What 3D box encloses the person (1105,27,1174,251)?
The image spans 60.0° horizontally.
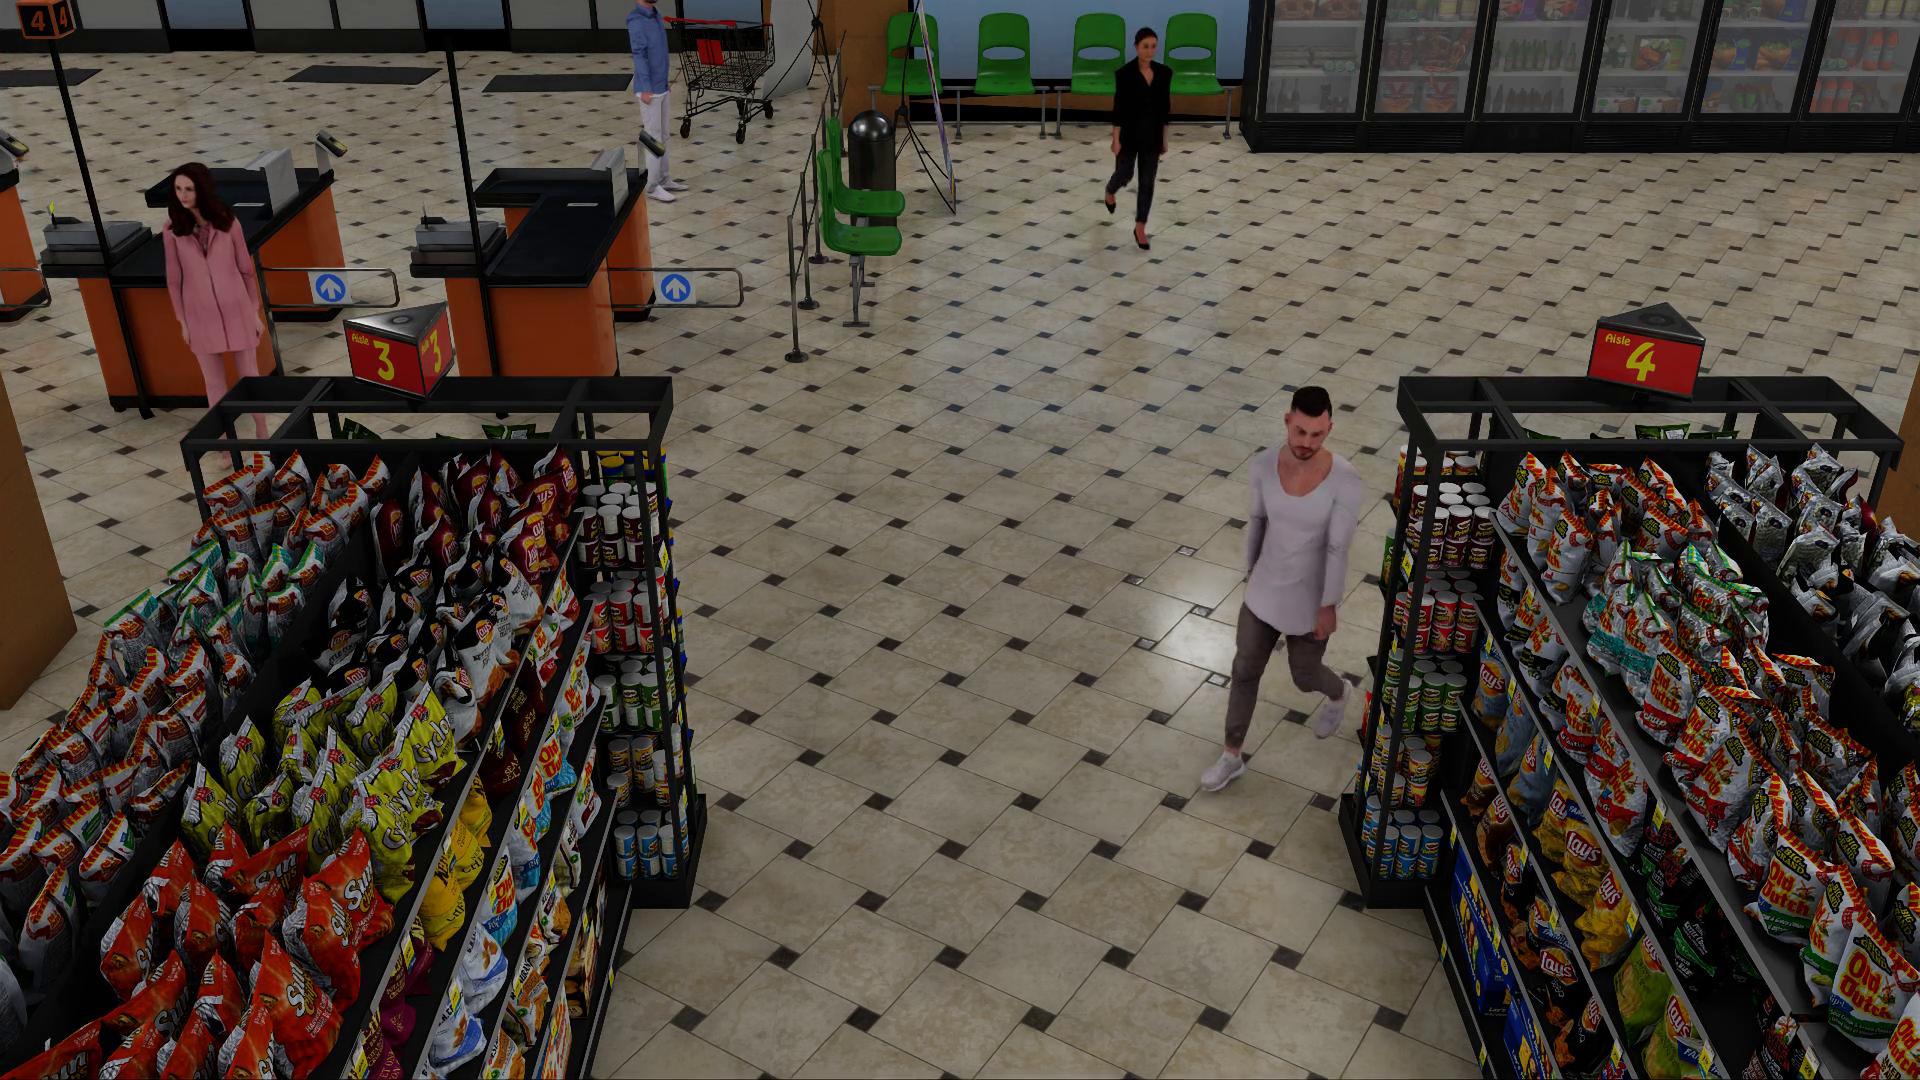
[{"bbox_3d":[1.363,-3.177,13.100,0.834,1.694,1.050,-10,30,-17],"label":"person"}]

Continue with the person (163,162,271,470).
[{"bbox_3d":[-4.231,-1.281,9.517,0.676,1.800,0.643,-10,30,-18],"label":"person"}]

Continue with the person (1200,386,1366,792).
[{"bbox_3d":[1.416,0.190,6.820,1.056,1.802,1.185,22,35,34],"label":"person"}]

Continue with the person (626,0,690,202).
[{"bbox_3d":[-2.617,-3.872,14.170,0.753,1.888,0.577,6,29,10],"label":"person"}]
